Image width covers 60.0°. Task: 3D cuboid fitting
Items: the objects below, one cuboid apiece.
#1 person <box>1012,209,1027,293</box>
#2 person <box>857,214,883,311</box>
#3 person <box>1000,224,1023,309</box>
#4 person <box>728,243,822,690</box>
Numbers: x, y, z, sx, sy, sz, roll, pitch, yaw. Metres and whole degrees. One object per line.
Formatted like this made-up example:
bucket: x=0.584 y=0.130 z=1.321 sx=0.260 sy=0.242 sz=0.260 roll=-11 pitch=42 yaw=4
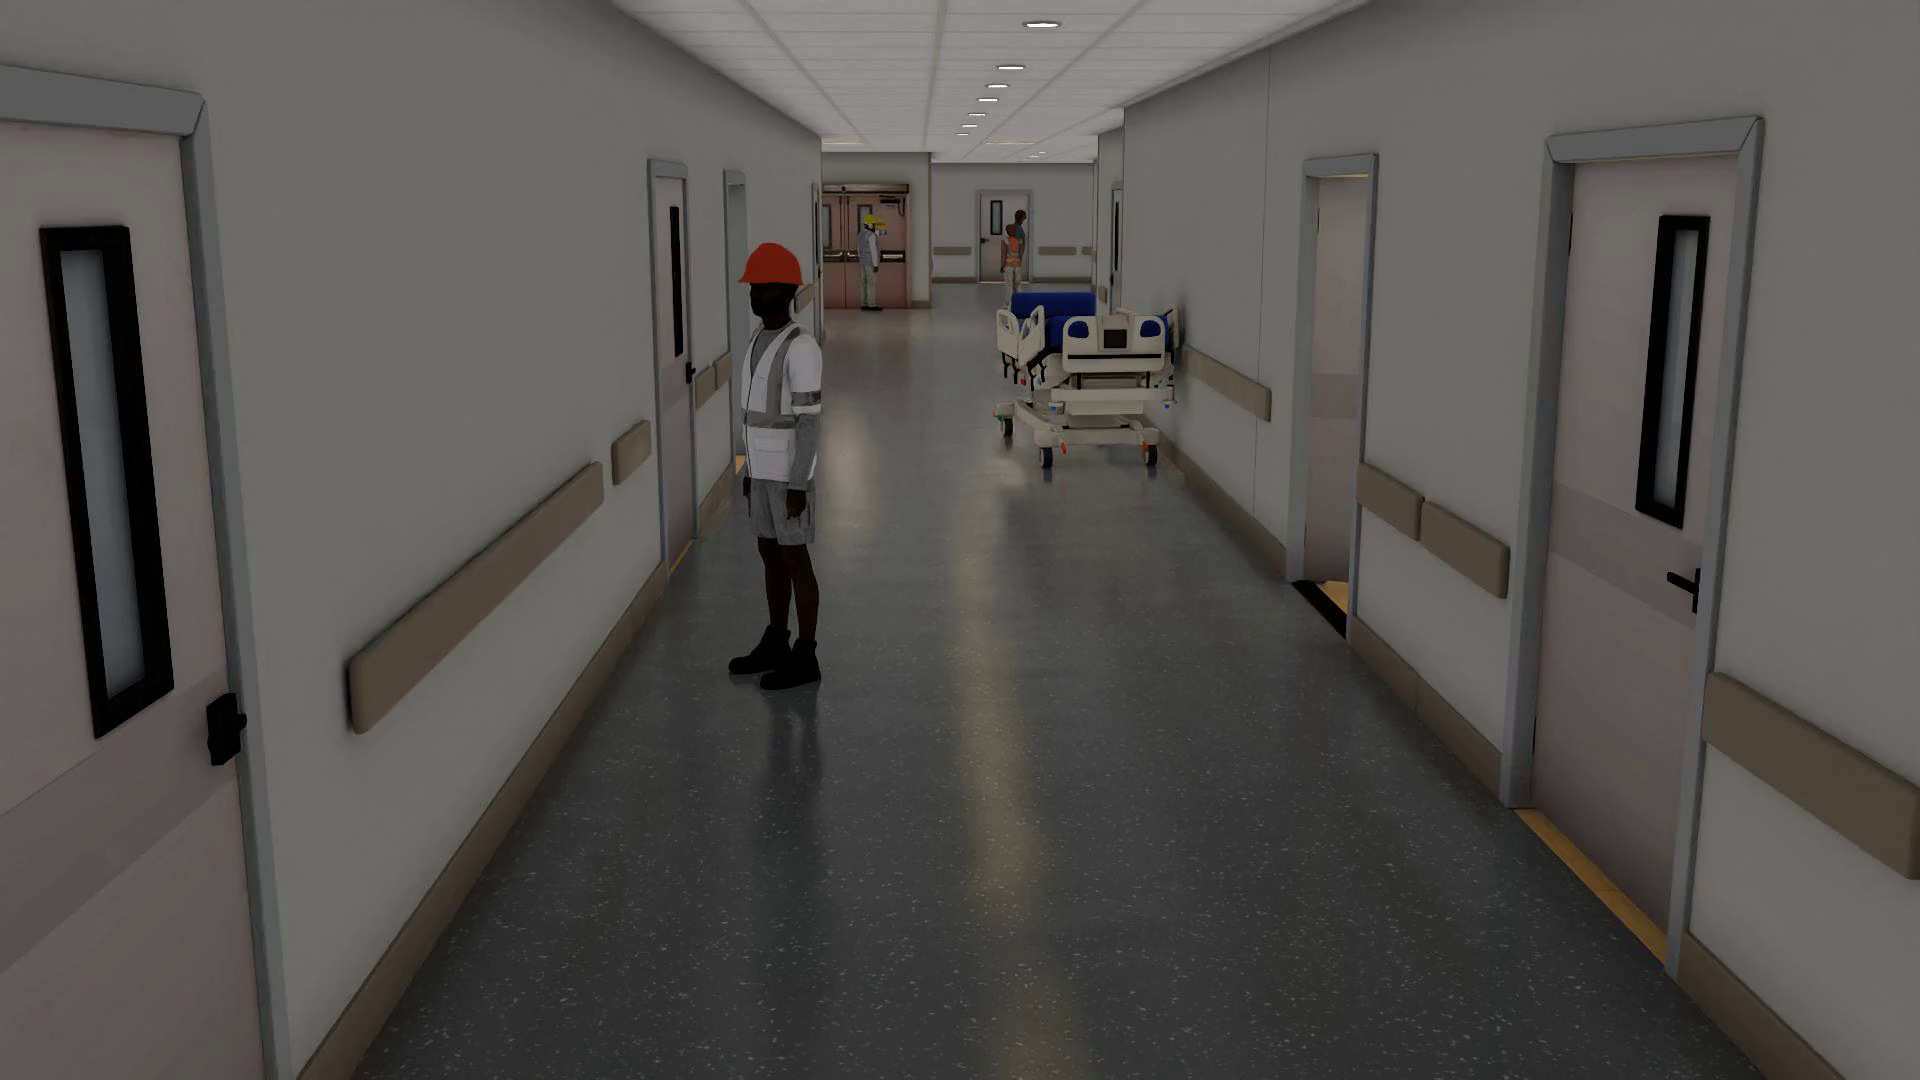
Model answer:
person: x=1.133 y=-5.522 z=32.682 sx=0.375 sy=1.929 sz=0.639 roll=0 pitch=12 yaw=1
person: x=-1.724 y=-5.290 z=31.777 sx=0.403 sy=1.834 sz=0.589 roll=-7 pitch=14 yaw=-32
person: x=1.006 y=-5.329 z=32.441 sx=0.514 sy=1.641 sz=0.315 roll=-8 pitch=14 yaw=-33
person: x=-0.808 y=-0.319 z=7.299 sx=0.347 sy=1.942 sz=0.545 roll=-8 pitch=14 yaw=-33
